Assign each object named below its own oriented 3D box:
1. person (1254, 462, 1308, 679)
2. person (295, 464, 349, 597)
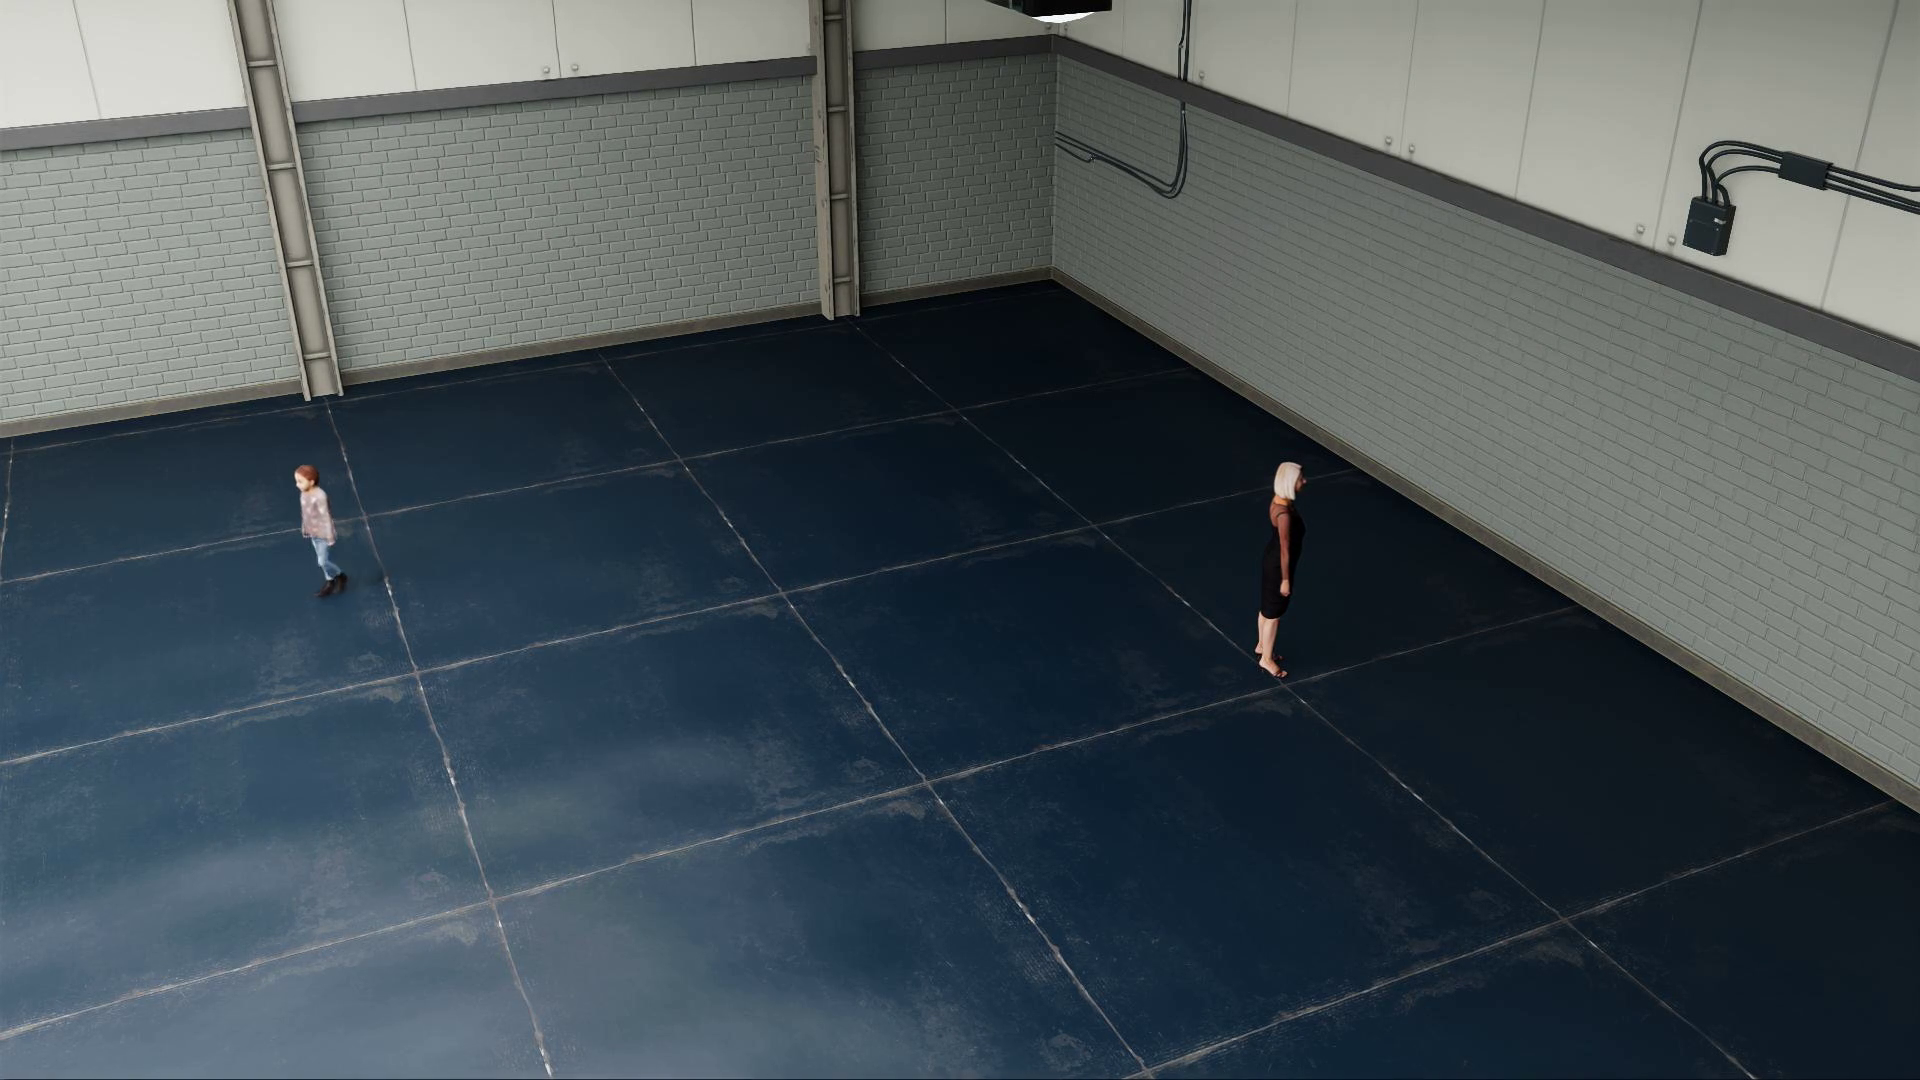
[{"bbox_3d":[2.412,0.208,12.585,0.677,1.747,0.673,2,27,5],"label":"person"},{"bbox_3d":[-5.254,-0.090,13.777,0.580,1.187,0.612,19,33,32],"label":"person"}]
